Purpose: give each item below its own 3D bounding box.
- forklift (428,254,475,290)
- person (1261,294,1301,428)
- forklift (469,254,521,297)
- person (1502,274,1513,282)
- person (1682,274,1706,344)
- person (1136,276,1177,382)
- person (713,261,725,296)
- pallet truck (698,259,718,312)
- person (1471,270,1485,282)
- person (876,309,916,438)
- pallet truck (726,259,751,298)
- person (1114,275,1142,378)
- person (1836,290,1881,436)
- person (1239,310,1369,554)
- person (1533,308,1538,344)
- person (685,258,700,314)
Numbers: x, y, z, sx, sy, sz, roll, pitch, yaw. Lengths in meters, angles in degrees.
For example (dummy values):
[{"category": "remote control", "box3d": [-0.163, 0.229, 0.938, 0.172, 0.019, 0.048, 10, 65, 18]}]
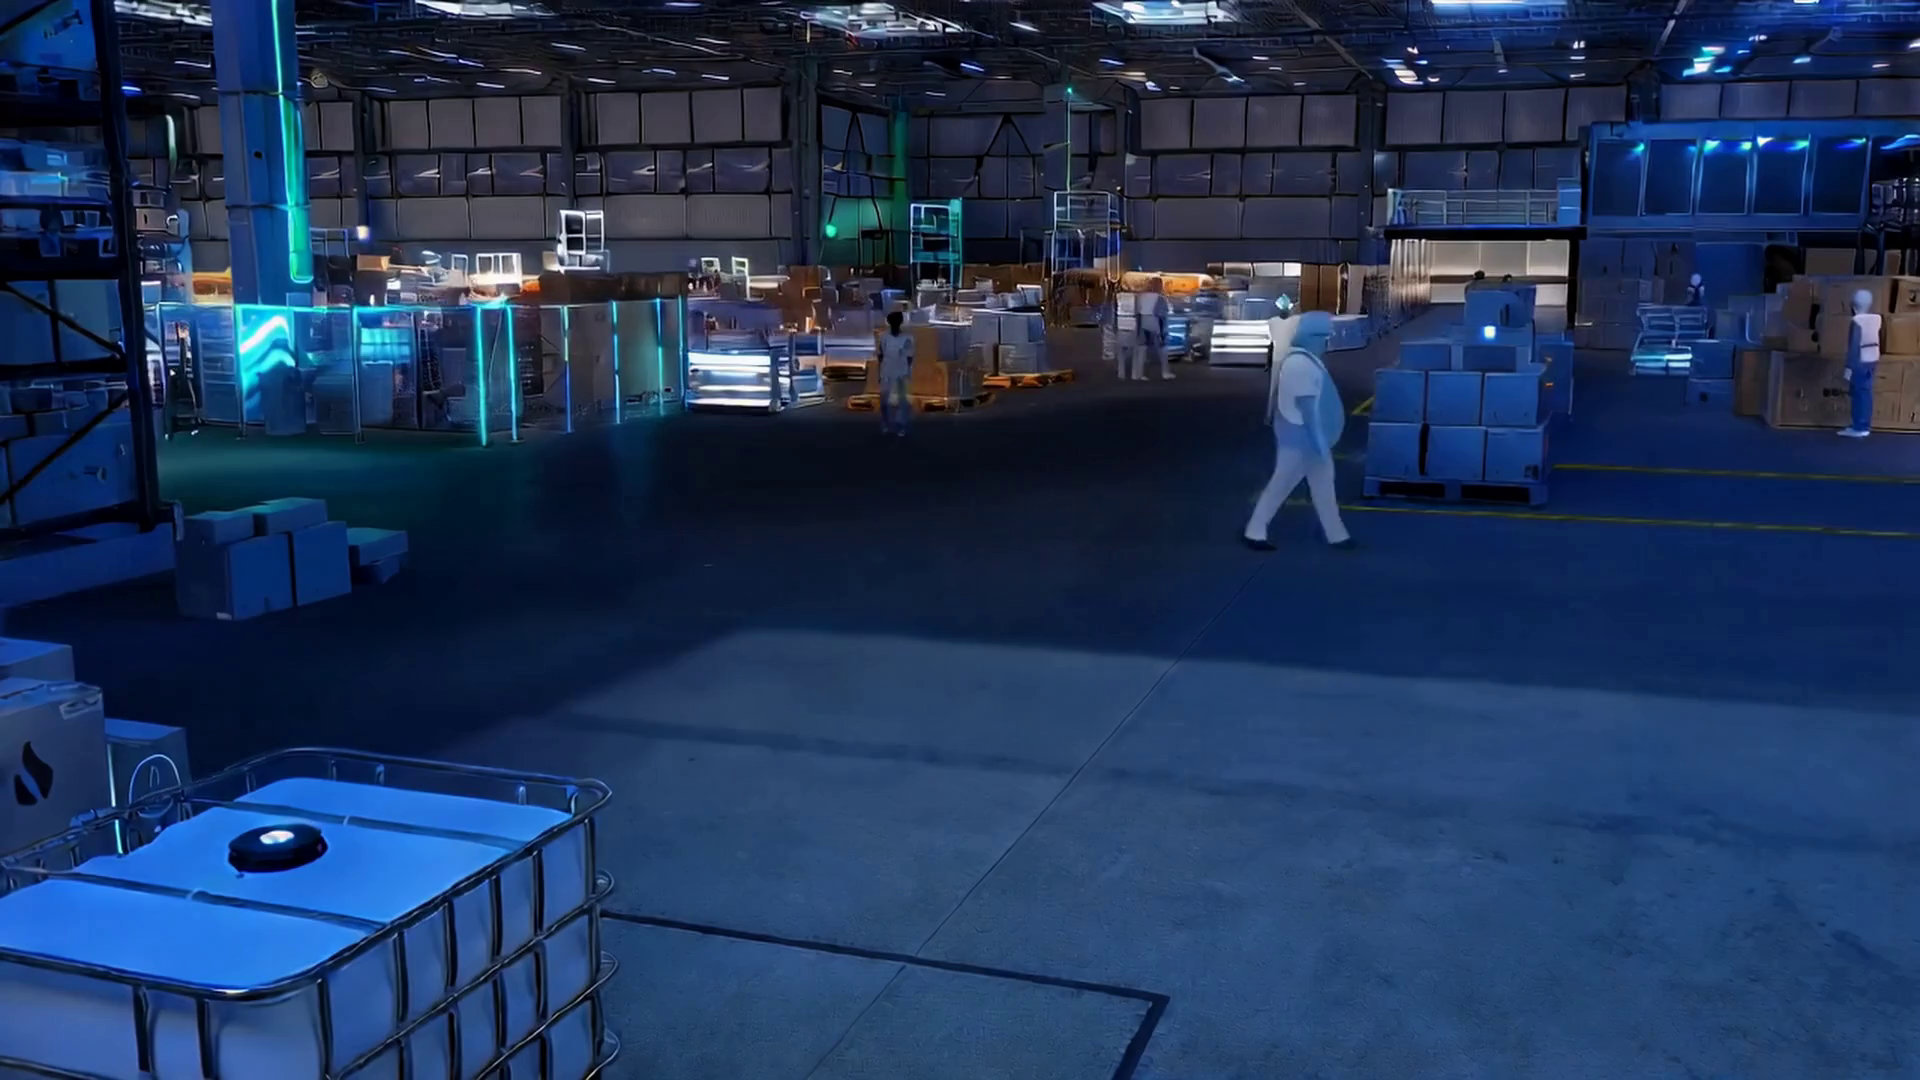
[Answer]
[{"category": "forklift", "box3d": [-20.133, -10.254, 65.465, 1.157, 1.987, 2.680, 3, 11, 19]}, {"category": "person", "box3d": [4.416, -2.447, 22.821, 0.555, 1.822, 0.941, 5, 11, 27]}, {"category": "forklift", "box3d": [-17.990, -10.121, 64.684, 1.157, 1.987, 2.680, 3, 11, 17]}, {"category": "person", "box3d": [11.984, -4.902, 36.528, 0.532, 1.869, 0.311, -1, 10, -4]}, {"category": "person", "box3d": [17.804, -5.521, 40.212, 0.509, 1.814, 0.956, -1, 10, -6]}, {"category": "person", "box3d": [3.614, -3.873, 30.593, 0.624, 1.917, 0.976, 10, 14, 44]}, {"category": "person", "box3d": [-8.767, -9.159, 60.392, 0.407, 1.910, 0.639, 1, 10, 6]}, {"category": "pallet truck", "box3d": [-9.165, -9.627, 62.776, 0.823, 1.965, 1.885, 4, 11, 23]}, {"category": "person", "box3d": [11.533, -5.042, 37.122, 0.355, 1.938, 0.543, 4, 11, 21]}, {"category": "person", "box3d": [-0.842, -2.145, 21.513, 0.563, 1.670, 0.538, 3, 11, 17]}, {"category": "pallet truck", "box3d": [-7.986, -9.493, 62.019, 0.823, 1.965, 1.885, 3, 11, 17]}, {"category": "person", "box3d": [3.175, -4.007, 31.292, 0.549, 1.936, 0.377, 4, 11, 21]}, {"category": "person", "box3d": [11.835, -2.317, 21.836, 0.590, 1.916, 0.391, -7, 12, -35]}, {"category": "person", "box3d": [2.759, -0.881, 13.399, 1.009, 2.000, 0.691, 4, 11, 21]}, {"category": "person", "box3d": [9.864, -3.546, 29.239, 0.536, 1.740, 0.678, 4, 11, 23]}, {"category": "person", "box3d": [-9.299, -8.736, 57.672, 0.603, 2.036, 0.395, -9, 14, -42]}]
